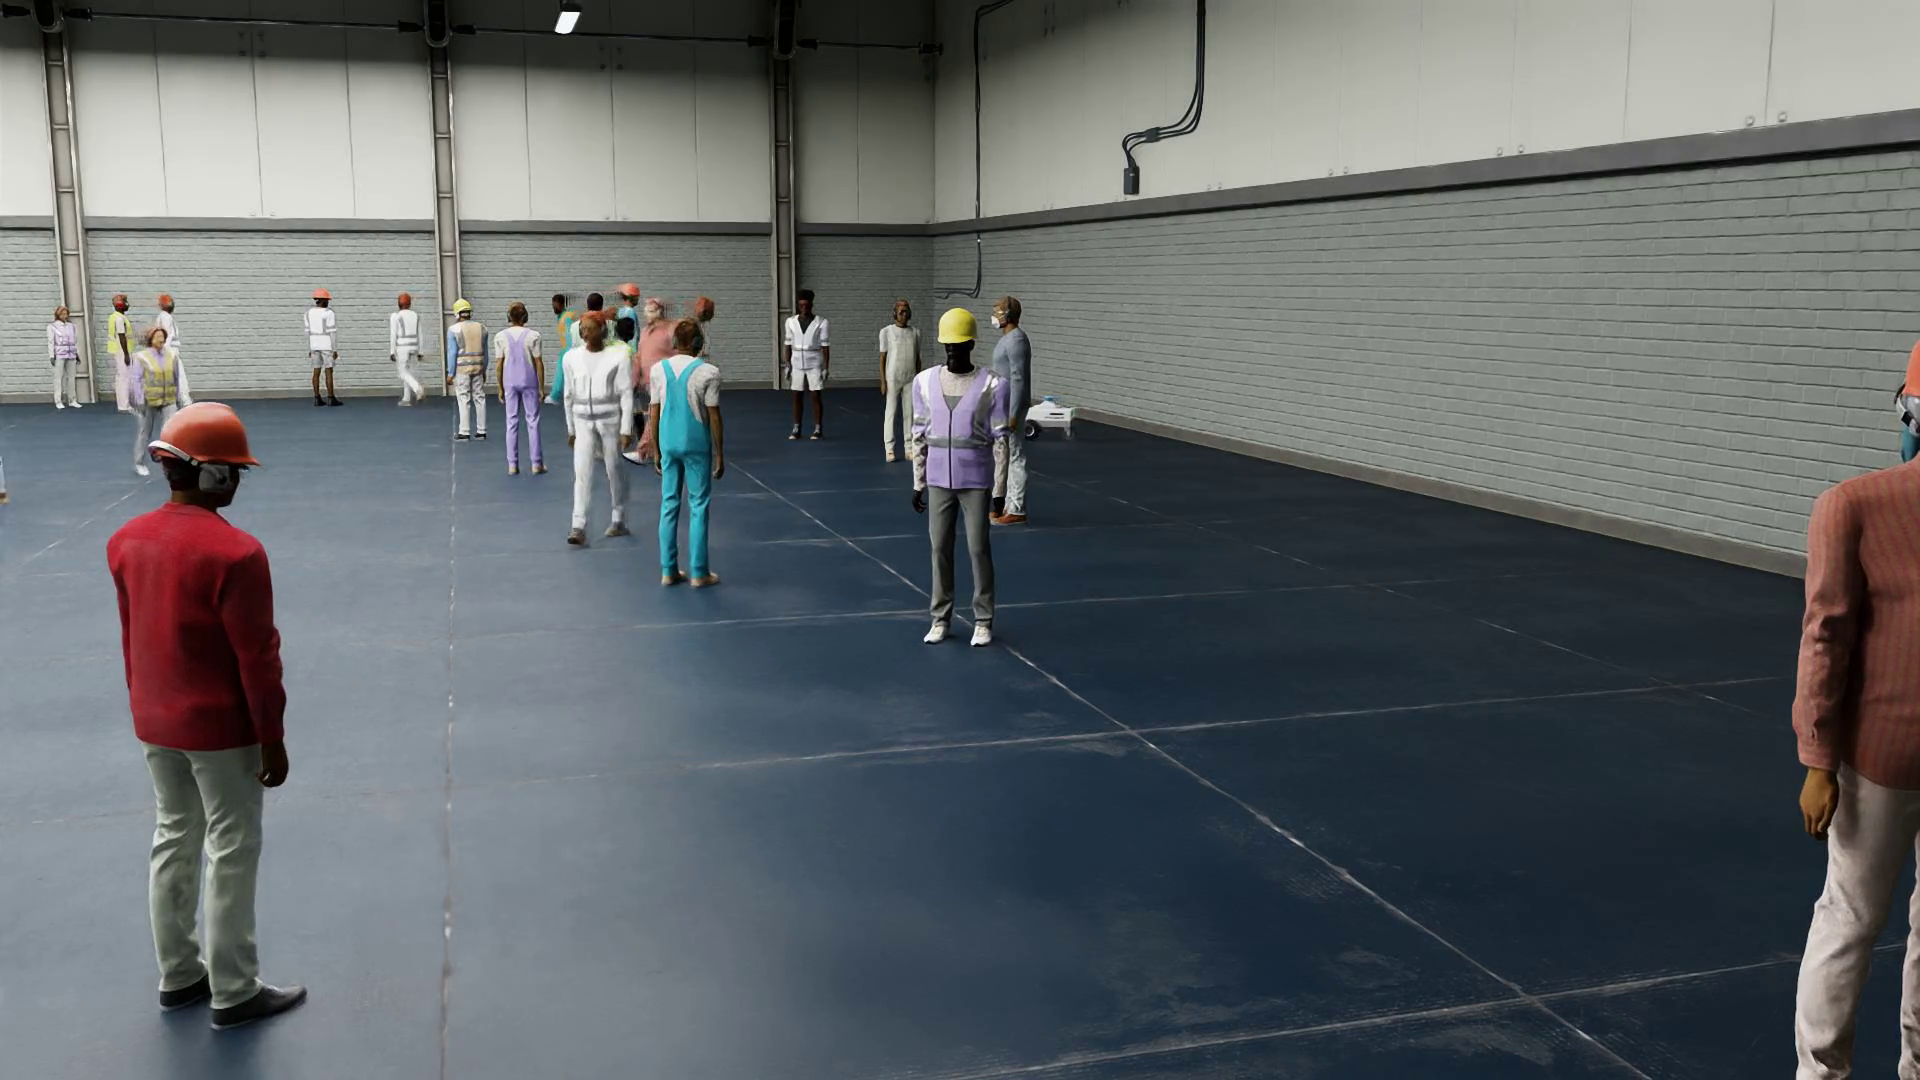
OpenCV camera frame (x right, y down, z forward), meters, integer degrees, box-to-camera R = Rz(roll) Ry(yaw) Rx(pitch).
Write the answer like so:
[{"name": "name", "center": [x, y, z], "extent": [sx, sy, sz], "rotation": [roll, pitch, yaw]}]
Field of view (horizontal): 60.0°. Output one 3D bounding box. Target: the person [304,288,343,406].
[{"name": "person", "center": [-10.440, -3.152, 27.255], "extent": [0.546, 1.934, 0.376], "rotation": [2, 9, 15]}]

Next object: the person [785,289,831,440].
[{"name": "person", "center": [-1.977, -2.268, 21.550], "extent": [0.607, 1.958, 0.377], "rotation": [2, 9, 13]}]

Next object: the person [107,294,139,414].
[{"name": "person", "center": [-12.941, -2.863, 25.681], "extent": [0.389, 1.850, 0.567], "rotation": [-6, 11, -34]}]

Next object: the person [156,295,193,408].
[{"name": "person", "center": [-12.525, -2.959, 26.374], "extent": [0.684, 1.841, 0.615], "rotation": [-6, 11, -32]}]

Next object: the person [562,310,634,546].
[{"name": "person", "center": [-2.856, -0.886, 13.127], "extent": [0.601, 1.830, 0.977], "rotation": [1, 9, 7]}]

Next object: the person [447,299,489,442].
[{"name": "person", "center": [-6.337, -2.173, 21.370], "extent": [0.403, 1.822, 0.588], "rotation": [7, 11, 39]}]

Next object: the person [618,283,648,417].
[{"name": "person", "center": [-4.992, -2.833, 24.921], "extent": [0.627, 2.029, 0.634], "rotation": [-4, 10, -24]}]

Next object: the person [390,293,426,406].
[{"name": "person", "center": [-8.992, -3.098, 27.135], "extent": [0.691, 1.863, 0.587], "rotation": [6, 11, 33]}]

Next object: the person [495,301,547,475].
[{"name": "person", "center": [-4.672, -1.611, 17.708], "extent": [0.504, 1.847, 0.345], "rotation": [0, 9, -3]}]

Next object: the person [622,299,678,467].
[{"name": "person", "center": [-3.428, -1.758, 18.612], "extent": [1.007, 1.849, 0.674], "rotation": [-9, 12, -44]}]

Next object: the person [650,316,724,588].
[{"name": "person", "center": [-1.833, -0.584, 11.200], "extent": [0.513, 1.836, 0.355], "rotation": [2, 9, 14]}]

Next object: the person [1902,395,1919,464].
[{"name": "person", "center": [5.766, -0.405, 9.572], "extent": [0.609, 1.984, 0.398], "rotation": [7, 11, 38]}]

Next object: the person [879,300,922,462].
[{"name": "person", "center": [-0.666, -1.811, 18.984], "extent": [0.506, 1.847, 0.345], "rotation": [-3, 10, -21]}]

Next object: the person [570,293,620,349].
[{"name": "person", "center": [-4.297, -1.961, 19.704], "extent": [0.593, 1.920, 0.392], "rotation": [0, 9, -2]}]

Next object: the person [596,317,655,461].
[{"name": "person", "center": [-3.833, -1.716, 18.994], "extent": [0.866, 1.652, 0.539], "rotation": [-6, 11, -34]}]

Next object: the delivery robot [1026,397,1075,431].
[{"name": "delivery robot", "center": [1.139, -1.614, 21.527], "extent": [0.707, 0.478, 0.477], "rotation": [1, 9, 7]}]

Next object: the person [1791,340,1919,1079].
[{"name": "person", "center": [2.205, 0.496, 3.787], "extent": [0.614, 1.994, 0.381], "rotation": [-1, 9, -5]}]

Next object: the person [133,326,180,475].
[{"name": "person", "center": [-8.458, -1.450, 17.481], "extent": [0.865, 1.595, 0.532], "rotation": [6, 11, 35]}]

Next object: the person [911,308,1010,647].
[{"name": "person", "center": [-0.004, -0.344, 9.412], "extent": [0.582, 1.919, 0.397], "rotation": [3, 9, 20]}]

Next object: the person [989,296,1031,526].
[{"name": "person", "center": [0.418, -1.087, 14.067], "extent": [0.362, 1.939, 0.635], "rotation": [-1, 9, -5]}]

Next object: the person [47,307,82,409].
[{"name": "person", "center": [-14.445, -2.937, 26.831], "extent": [0.308, 1.636, 0.523], "rotation": [4, 10, 26]}]

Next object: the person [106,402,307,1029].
[{"name": "person", "center": [-2.086, 0.488, 4.653], "extent": [0.573, 1.740, 0.355], "rotation": [5, 10, 27]}]

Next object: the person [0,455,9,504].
[{"name": "person", "center": [-9.040, -1.280, 15.185], "extent": [0.443, 1.978, 0.644], "rotation": [2, 9, 10]}]
